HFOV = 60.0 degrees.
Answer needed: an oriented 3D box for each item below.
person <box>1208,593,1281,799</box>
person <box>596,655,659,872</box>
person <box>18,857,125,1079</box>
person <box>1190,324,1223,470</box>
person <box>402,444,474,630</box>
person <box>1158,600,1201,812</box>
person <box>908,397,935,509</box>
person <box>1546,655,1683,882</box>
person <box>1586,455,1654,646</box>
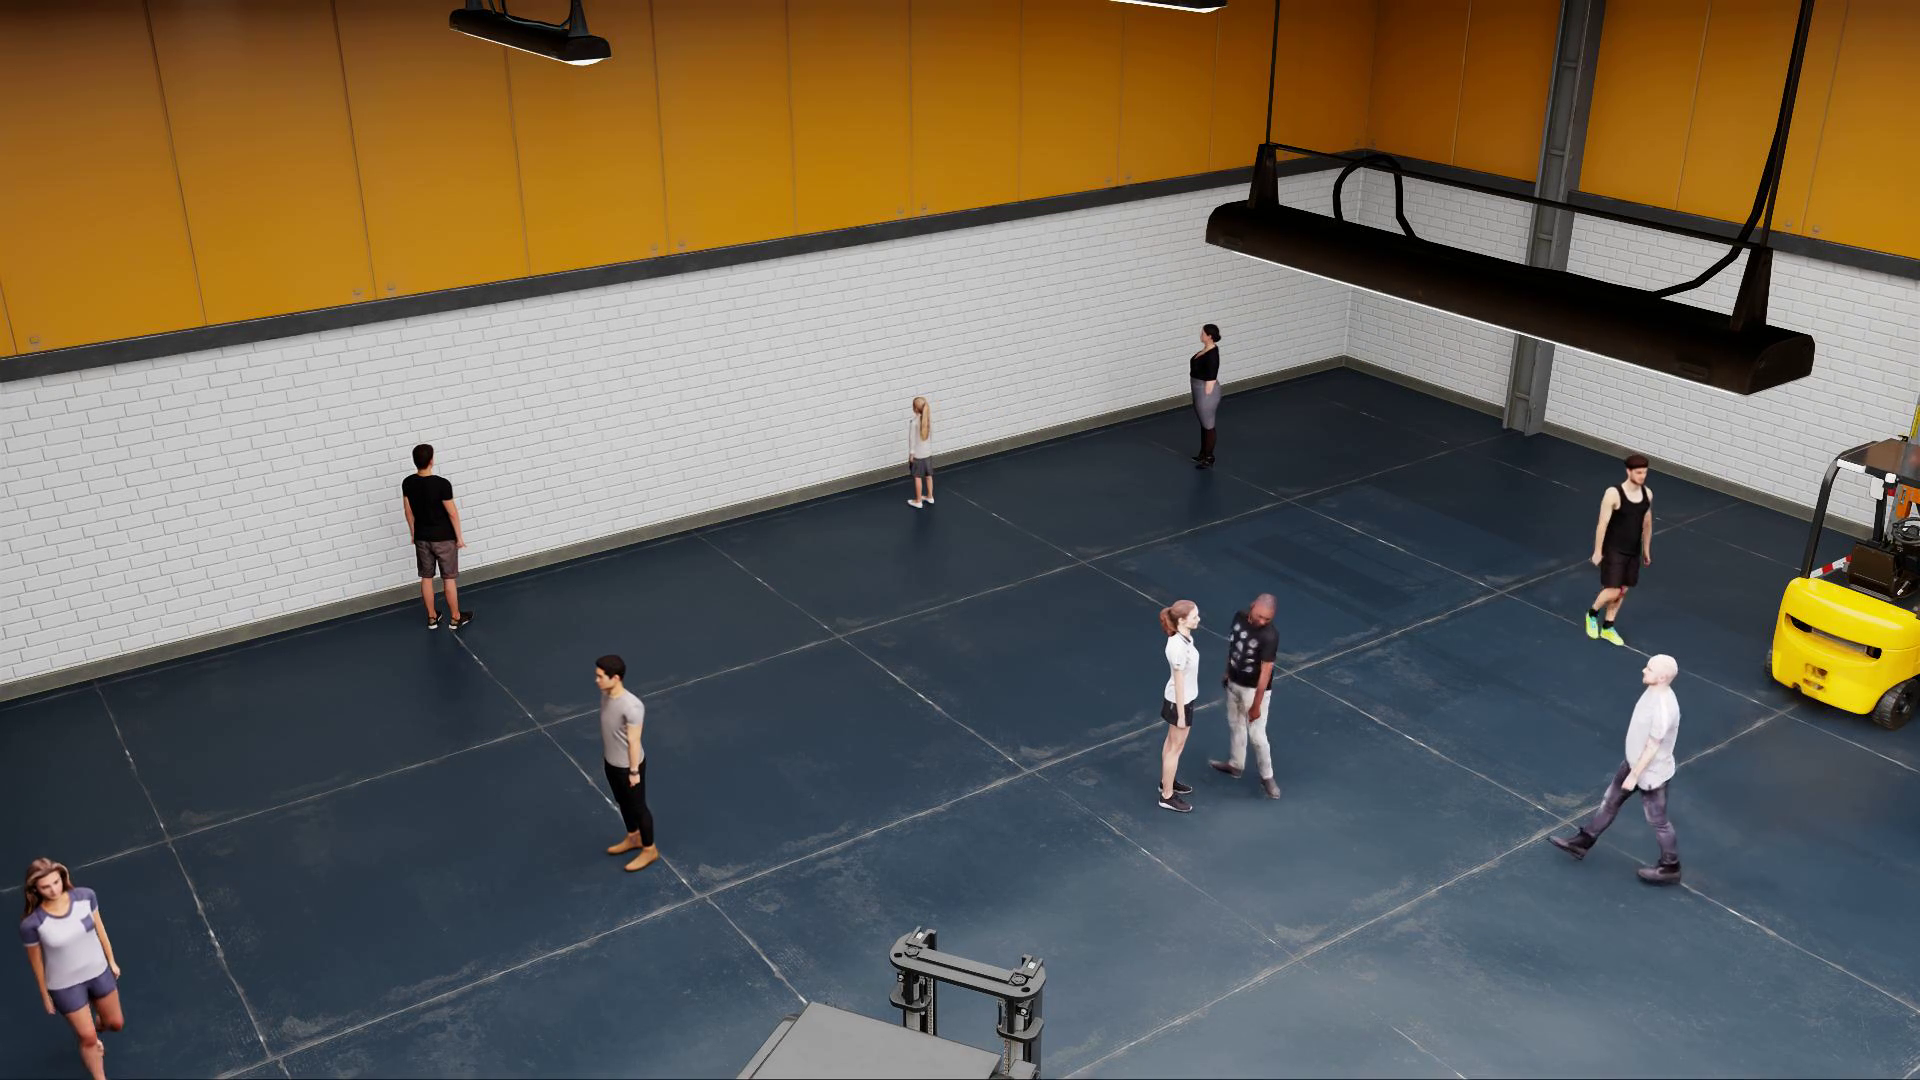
[{"bbox_3d":[2.275,1.146,13.185,0.995,1.771,0.610,-5,24,-11],"label":"person"},{"bbox_3d":[-2.444,1.603,12.208,0.666,1.715,0.458,-18,29,-35],"label":"person"},{"bbox_3d":[-5.299,2.595,9.944,0.878,1.712,0.725,20,30,37],"label":"person"},{"bbox_3d":[2.941,-1.717,19.746,0.836,1.760,0.752,1,24,2],"label":"person"},{"bbox_3d":[-4.998,-0.036,15.776,0.768,1.862,0.813,3,24,6],"label":"person"},{"bbox_3d":[1.703,1.264,12.939,0.733,1.752,0.668,3,24,7],"label":"person"},{"bbox_3d":[-0.433,-1.001,18.715,0.572,1.275,0.549,19,30,37],"label":"person"},{"bbox_3d":[5.032,1.683,11.941,1.264,1.783,1.165,6,24,13],"label":"person"},{"bbox_3d":[6.129,0.061,15.528,0.763,1.881,0.758,-8,25,-18],"label":"person"}]
